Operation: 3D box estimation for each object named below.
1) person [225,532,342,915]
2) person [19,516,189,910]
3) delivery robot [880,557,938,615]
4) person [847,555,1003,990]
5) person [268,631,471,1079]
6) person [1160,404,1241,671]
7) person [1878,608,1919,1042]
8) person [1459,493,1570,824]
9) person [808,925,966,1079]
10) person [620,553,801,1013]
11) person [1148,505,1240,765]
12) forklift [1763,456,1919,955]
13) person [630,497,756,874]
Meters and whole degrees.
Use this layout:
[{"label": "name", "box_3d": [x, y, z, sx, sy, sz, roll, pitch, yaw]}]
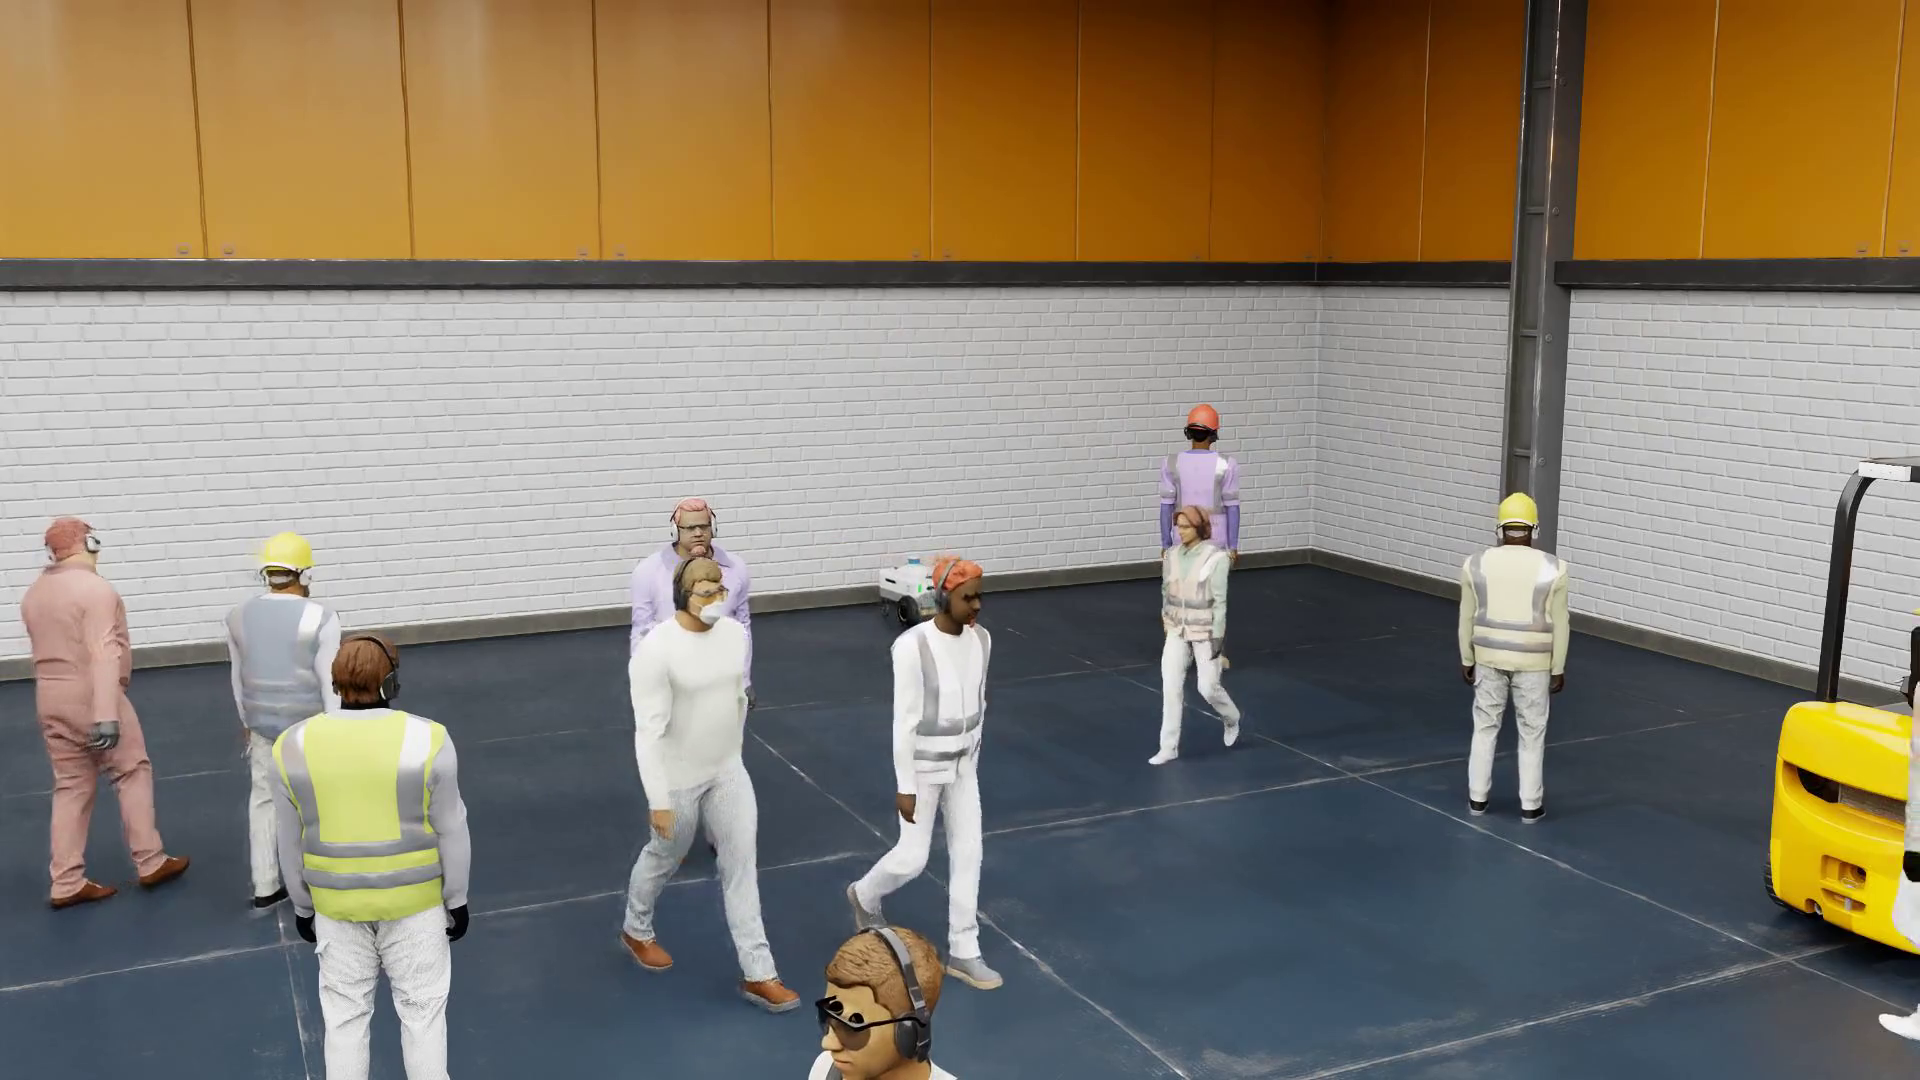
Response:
[{"label": "person", "box_3d": [-3.192, 0.847, 8.082, 0.625, 1.788, 0.833, 1, 9, 8]}, {"label": "person", "box_3d": [-4.194, 0.812, 8.093, 0.721, 1.857, 0.748, 4, 10, 24]}, {"label": "delivery robot", "box_3d": [-0.401, 0.388, 14.469, 0.477, 0.478, 0.707, -6, 11, -33]}, {"label": "person", "box_3d": [-0.156, 0.963, 7.169, 0.577, 1.859, 0.783, -9, 13, -44]}, {"label": "person", "box_3d": [-1.968, 1.216, 5.645, 0.626, 1.844, 0.429, -1, 9, -4]}, {"label": "person", "box_3d": [1.816, -0.004, 12.586, 0.605, 2.045, 0.377, 3, 10, 17]}, {"label": "person", "box_3d": [3.830, 1.075, 6.300, 0.593, 1.910, 0.583, -4, 10, -25]}, {"label": "person", "box_3d": [3.062, 0.651, 9.222, 0.591, 1.825, 0.403, 5, 11, 30]}, {"label": "person", "box_3d": [-0.119, 1.610, 3.187, 0.517, 1.843, 0.325, 8, 12, 42]}, {"label": "person", "box_3d": [-1.124, 0.980, 6.981, 1.033, 1.890, 0.650, 8, 12, 40]}, {"label": "person", "box_3d": [1.480, 0.573, 10.328, 0.522, 1.616, 0.671, 8, 12, 41]}, {"label": "forklift", "box_3d": [4.857, 0.731, 7.561, 2.313, 2.155, 1.214, -4, 10, -25]}, {"label": "person", "box_3d": [-1.342, 0.730, 8.449, 0.636, 1.911, 0.405, -4, 10, -26]}]
